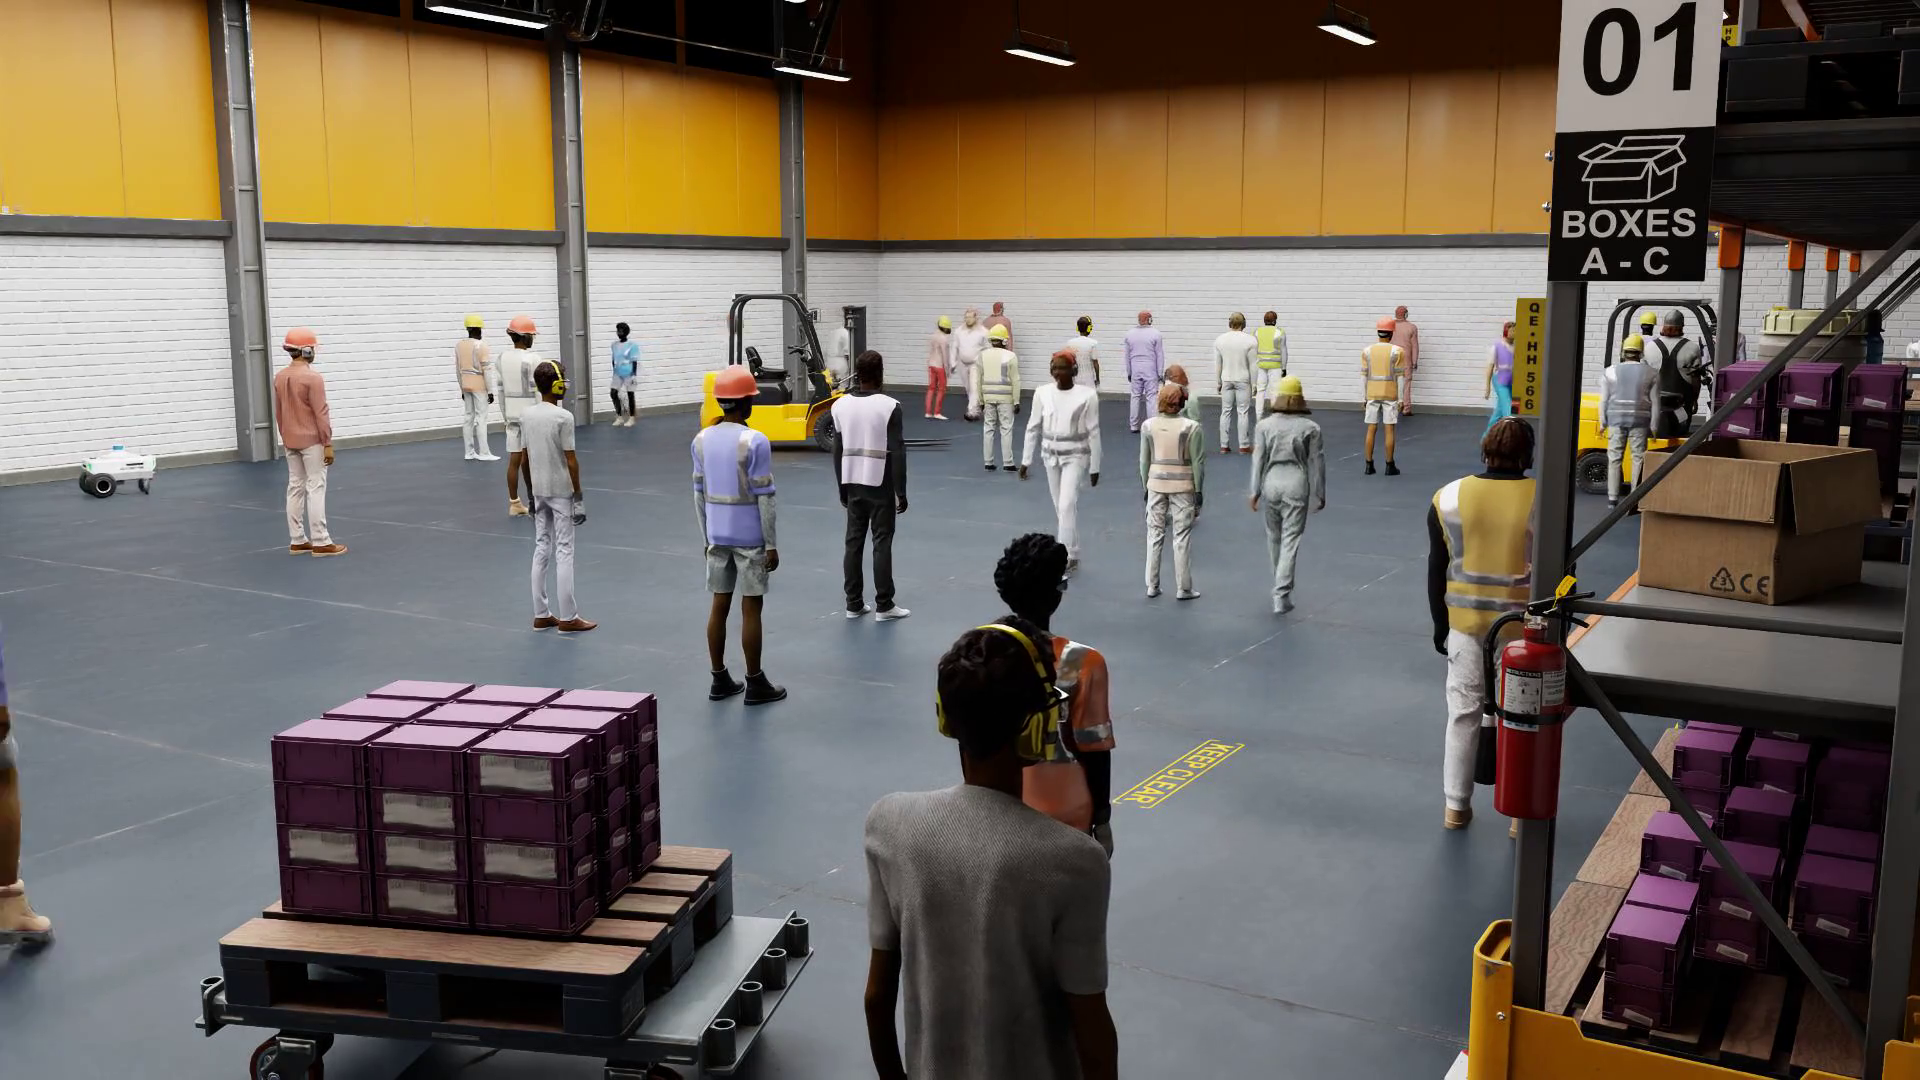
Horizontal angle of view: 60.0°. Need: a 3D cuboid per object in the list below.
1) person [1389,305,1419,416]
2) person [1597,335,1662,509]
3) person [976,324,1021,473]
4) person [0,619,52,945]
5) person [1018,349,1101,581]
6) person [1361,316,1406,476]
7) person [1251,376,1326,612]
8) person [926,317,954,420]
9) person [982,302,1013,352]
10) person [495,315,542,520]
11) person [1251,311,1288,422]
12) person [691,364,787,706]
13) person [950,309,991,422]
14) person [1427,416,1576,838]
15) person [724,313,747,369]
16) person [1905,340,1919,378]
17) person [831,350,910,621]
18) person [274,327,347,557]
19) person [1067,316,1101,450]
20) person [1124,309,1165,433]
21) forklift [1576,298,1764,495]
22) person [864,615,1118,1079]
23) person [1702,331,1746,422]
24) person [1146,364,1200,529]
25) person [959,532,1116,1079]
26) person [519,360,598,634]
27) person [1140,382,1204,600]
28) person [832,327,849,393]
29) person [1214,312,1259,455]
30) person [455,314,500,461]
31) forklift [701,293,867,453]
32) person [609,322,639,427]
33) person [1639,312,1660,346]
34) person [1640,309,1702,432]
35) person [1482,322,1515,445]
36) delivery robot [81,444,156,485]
[{"bbox_3d":[7.603,-3.089,28.717,0.642,1.909,0.409,5,10,30],"label":"person"},{"bbox_3d":[6.989,-1.224,17.370,0.627,1.817,0.434,4,10,24],"label":"person"},{"bbox_3d":[0.491,-1.739,20.511,0.590,1.837,0.404,5,10,30],"label":"person"},{"bbox_3d":[-3.663,0.525,5.905,0.658,1.989,0.554,0,9,-2],"label":"person"},{"bbox_3d":[0.774,-0.601,13.388,0.599,1.845,0.926,6,11,35],"label":"person"},{"bbox_3d":[5.155,-1.750,20.264,0.545,1.938,0.358,5,10,30],"label":"person"},{"bbox_3d":[2.447,-0.358,12.310,0.518,1.693,0.901,4,10,24],"label":"person"},{"bbox_3d":[-0.352,-2.891,28.064,0.413,1.726,0.619,-3,10,-18],"label":"person"},{"bbox_3d":[0.759,-3.700,32.535,0.642,1.909,0.409,5,10,30],"label":"person"},{"bbox_3d":[-4.351,-1.224,16.655,0.607,2.044,0.375,5,10,30],"label":"person"},{"bbox_3d":[5.094,-2.840,27.370,0.626,1.844,0.429,5,10,30],"label":"person"},{"bbox_3d":[-1.260,-0.026,9.491,0.545,1.942,0.350,5,10,30],"label":"person"},{"bbox_3d":[0.141,-2.872,27.512,0.656,1.858,0.978,4,10,25],"label":"person"},{"bbox_3d":[2.358,0.381,7.265,0.626,1.844,0.429,5,10,30],"label":"person"},{"bbox_3d":[-3.485,-2.503,25.183,0.697,1.867,0.575,-1,9,-8],"label":"person"},{"bbox_3d":[12.610,-1.979,21.682,0.545,1.942,0.350,5,10,30],"label":"person"},{"bbox_3d":[-0.638,-0.383,11.784,0.592,1.922,0.392,5,10,30],"label":"person"},{"bbox_3d":[-5.675,-0.849,14.457,0.612,1.997,0.375,5,10,30],"label":"person"},{"bbox_3d":[1.733,-2.186,23.199,0.513,1.872,0.328,5,10,30],"label":"person"},{"bbox_3d":[2.847,-2.579,25.524,0.642,1.913,0.409,5,10,30],"label":"person"},{"bbox_3d":[7.954,-1.589,18.462,2.313,2.155,1.214,5,11,30],"label":"forklift"},{"bbox_3d":[0.070,1.056,2.964,0.513,1.872,0.328,5,10,30],"label":"person"},{"bbox_3d":[11.855,-2.593,25.820,0.626,1.846,0.429,5,10,30],"label":"person"},{"bbox_3d":[2.096,-0.905,16.077,0.896,1.589,0.496,-8,12,-40],"label":"person"},{"bbox_3d":[0.223,0.820,4.968,0.535,1.700,0.318,5,10,30],"label":"person"},{"bbox_3d":[-2.768,-0.293,11.384,0.513,1.872,0.328,5,10,30],"label":"person"},{"bbox_3d":[1.593,-0.361,12.525,0.516,1.641,0.308,5,10,30],"label":"person"},{"bbox_3d":[-1.778,-2.652,25.929,0.497,1.926,0.643,-2,9,-15],"label":"person"},{"bbox_3d":[3.758,-2.127,22.614,0.631,1.940,0.372,5,10,30],"label":"person"},{"bbox_3d":[-6.342,-1.992,21.800,0.587,1.930,0.360,5,10,30],"label":"person"},{"bbox_3d":[-2.458,-2.344,23.176,2.313,2.155,1.214,0,9,-2],"label":"forklift"},{"bbox_3d":[-5.376,-2.620,26.465,0.557,1.676,0.526,4,10,26],"label":"person"},{"bbox_3d":[9.406,-2.161,22.864,0.587,1.927,0.367,5,10,30],"label":"person"},{"bbox_3d":[8.347,-1.687,19.548,0.683,2.000,0.538,5,10,30],"label":"person"},{"bbox_3d":[7.610,-2.135,23.108,0.585,1.792,0.966,-5,10,-27],"label":"person"},{"bbox_3d":[-9.332,-0.818,18.457,0.707,0.478,0.477,-8,12,-40],"label":"delivery robot"}]
